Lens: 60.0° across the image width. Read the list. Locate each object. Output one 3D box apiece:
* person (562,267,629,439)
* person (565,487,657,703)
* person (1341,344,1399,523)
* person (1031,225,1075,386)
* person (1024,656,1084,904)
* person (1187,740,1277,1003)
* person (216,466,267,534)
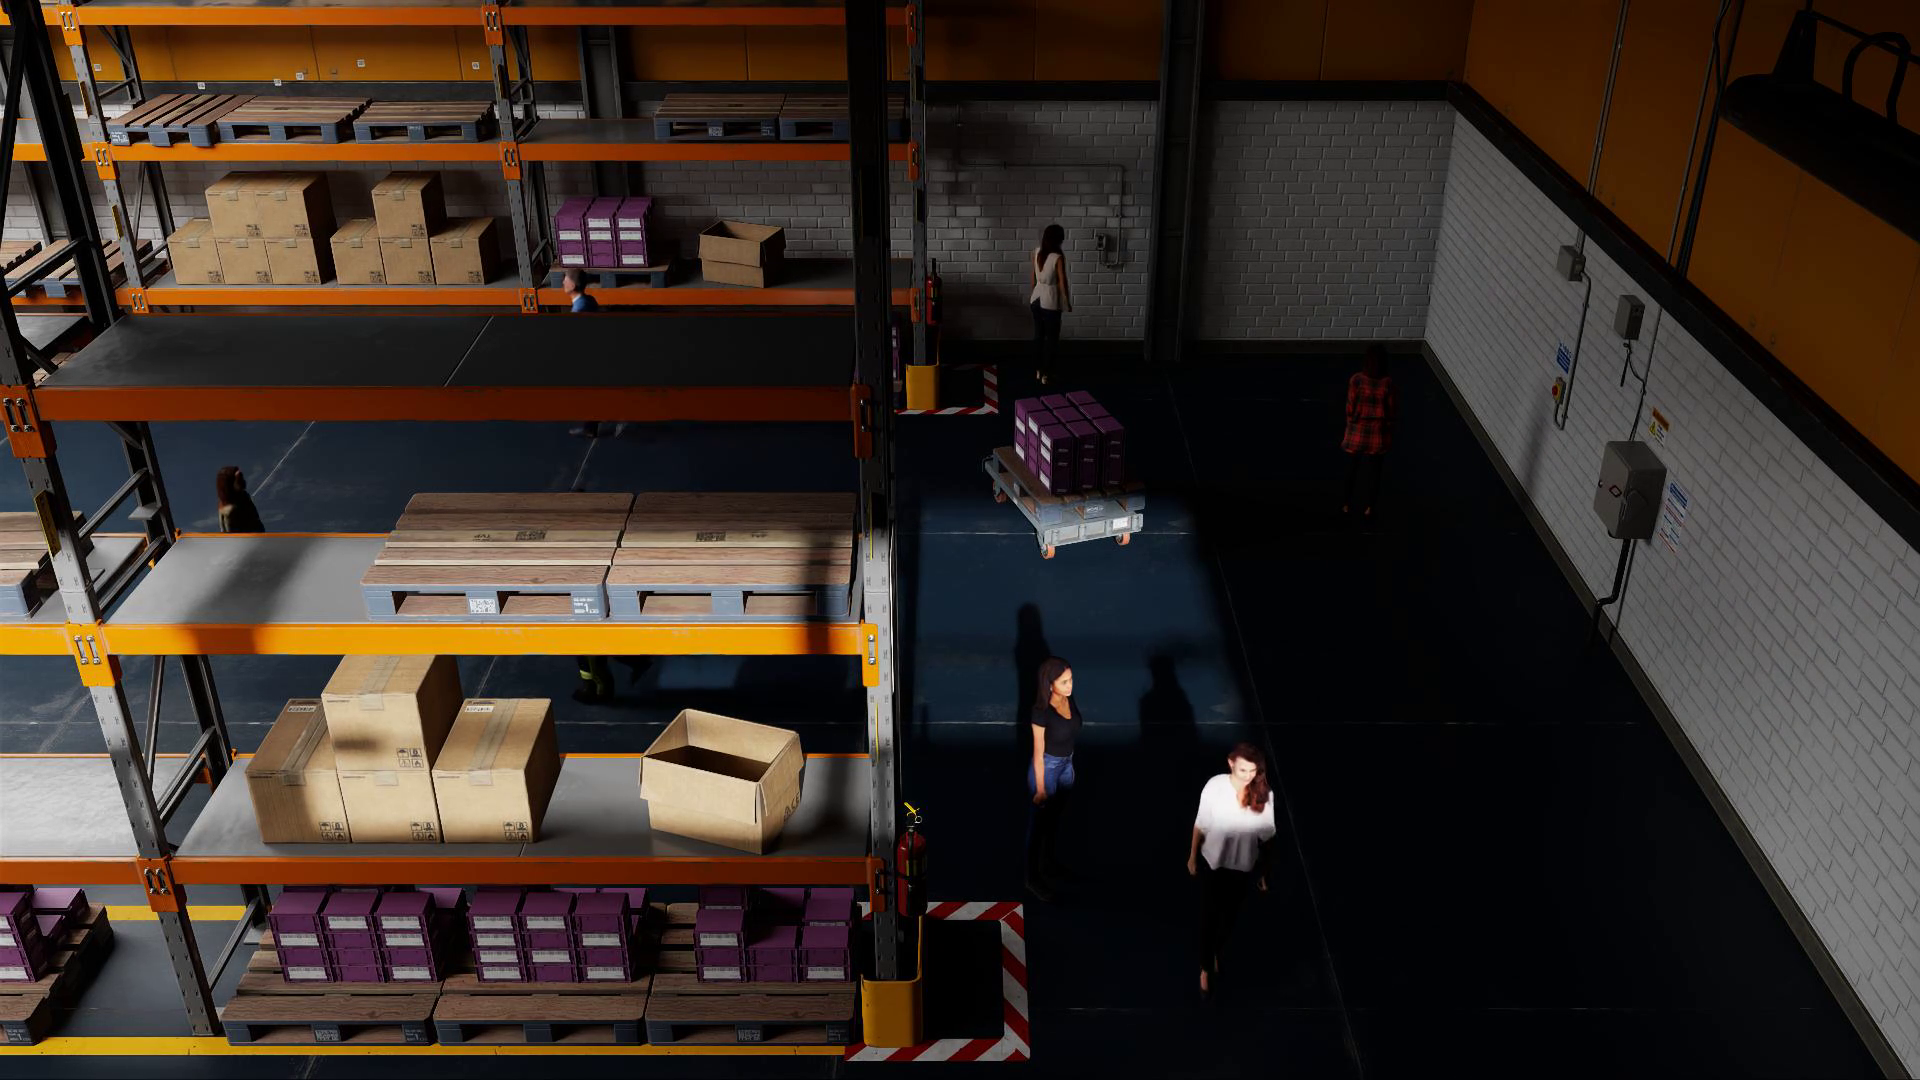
[{"bbox_3d":[-3.634,-1.812,16.453,0.912,1.800,0.670,1,29,2],"label":"person"},{"bbox_3d":[-2.658,0.403,12.383,0.895,1.808,0.744,1,29,2],"label":"person"},{"bbox_3d":[3.684,-0.968,15.006,0.613,1.704,0.744,11,30,19],"label":"person"},{"bbox_3d":[0.930,-2.532,17.800,0.721,1.773,0.778,19,34,31],"label":"person"},{"bbox_3d":[0.569,1.475,10.490,0.684,1.739,0.656,18,33,29],"label":"person"},{"bbox_3d":[1.547,1.851,9.761,0.600,1.778,0.702,-2,29,-4],"label":"person"},{"bbox_3d":[-5.795,0.075,13.361,1.017,1.448,0.701,-5,29,-10],"label":"person"}]
